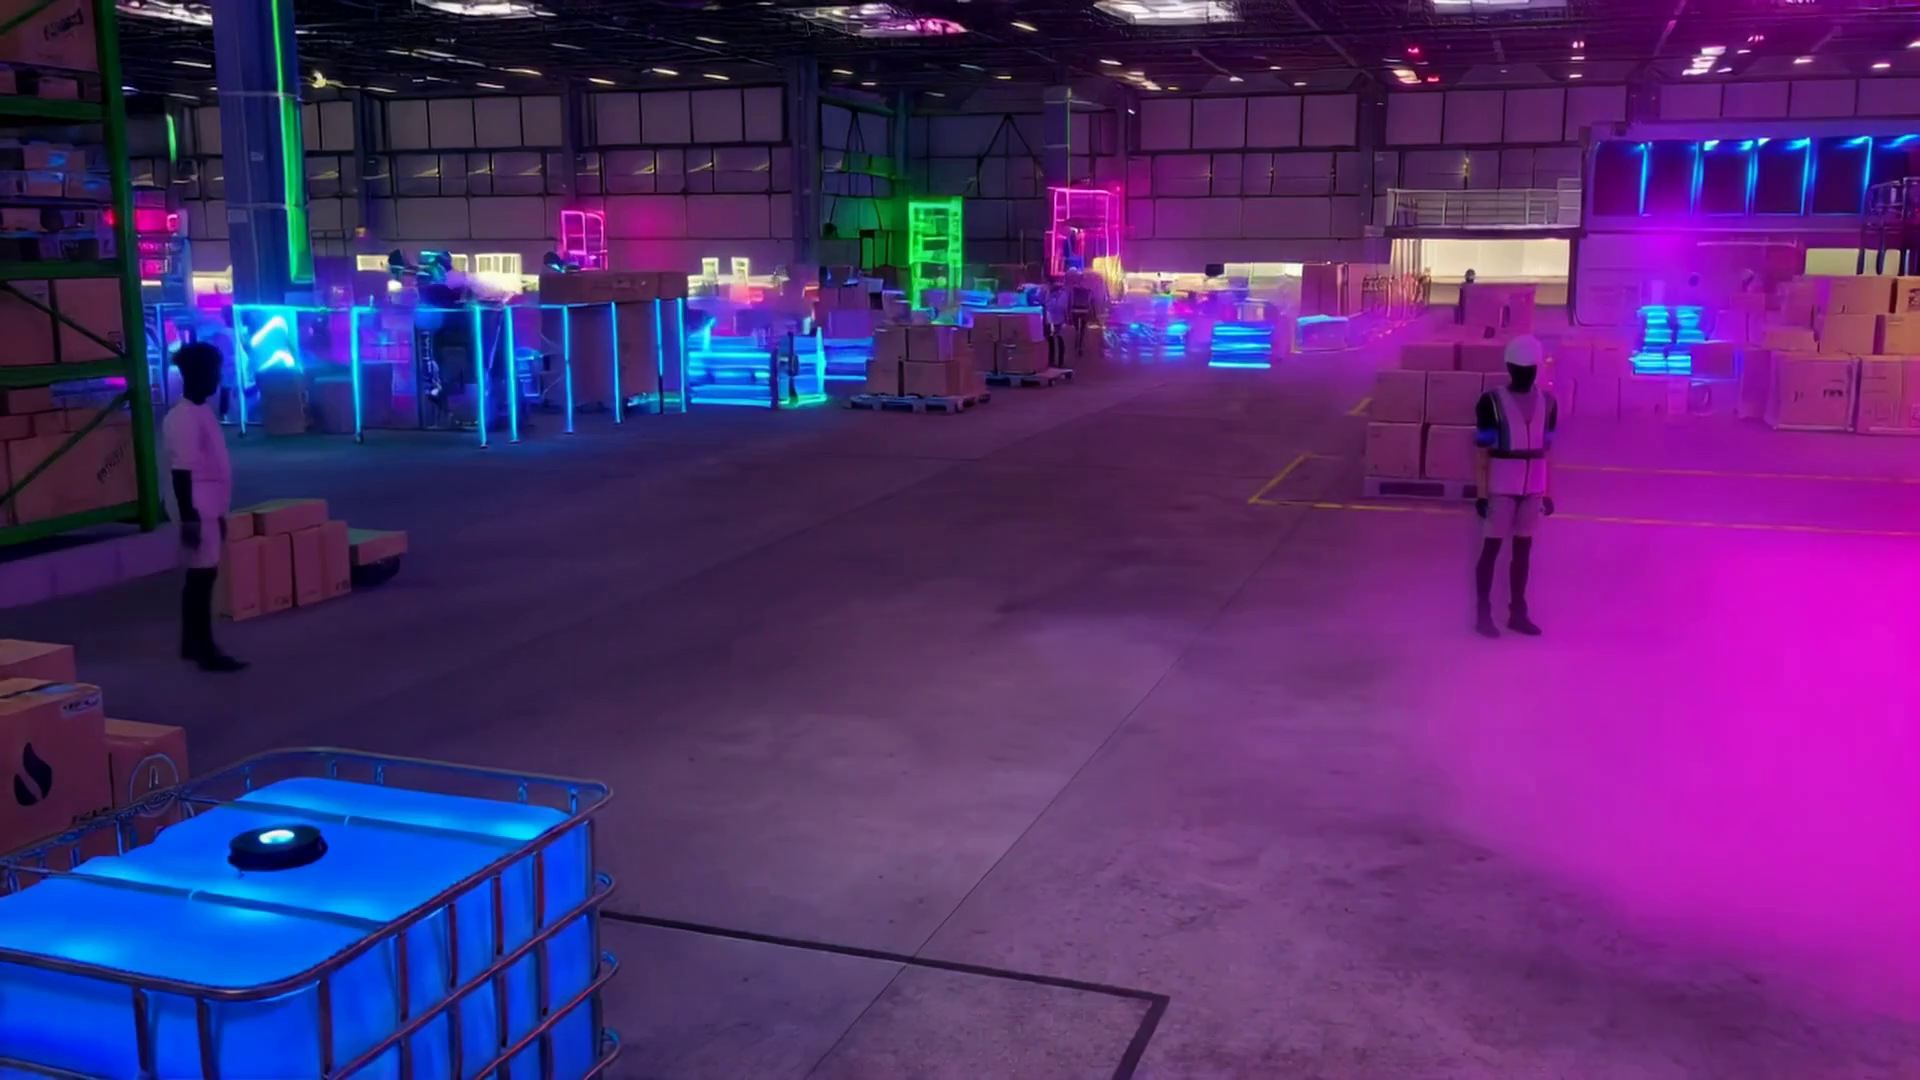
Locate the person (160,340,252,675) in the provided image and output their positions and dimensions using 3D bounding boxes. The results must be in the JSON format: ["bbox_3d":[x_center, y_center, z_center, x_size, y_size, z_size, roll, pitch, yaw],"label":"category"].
[{"bbox_3d":[-4.428,-0.186,9.741,0.422,1.963,0.611,-2,10,-13],"label":"person"}]

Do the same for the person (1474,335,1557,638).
[{"bbox_3d":[3.546,-0.336,10.620,0.545,1.938,0.361,-2,10,-12],"label":"person"}]

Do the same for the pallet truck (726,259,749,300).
[{"bbox_3d":[-7.986,-9.493,62.019,0.823,1.965,1.885,3,11,17],"label":"pallet truck"}]

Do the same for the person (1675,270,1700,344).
[{"bbox_3d":[17.784,-5.646,40.664,0.593,1.901,0.921,-3,11,-17],"label":"person"}]

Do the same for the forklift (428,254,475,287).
[{"bbox_3d":[-20.133,-10.254,65.465,1.157,1.987,2.680,3,11,19],"label":"forklift"}]

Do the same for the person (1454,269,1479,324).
[{"bbox_3d":[10.240,-4.439,33.436,0.688,2.000,0.537,6,12,32],"label":"person"}]

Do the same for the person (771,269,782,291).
[{"bbox_3d":[-5.368,-7.057,48.848,0.988,1.813,0.570,-8,13,-38],"label":"person"}]

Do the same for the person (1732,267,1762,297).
[{"bbox_3d":[17.207,-4.975,36.513,0.921,2.012,0.655,-7,12,-33],"label":"person"}]

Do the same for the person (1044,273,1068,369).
[{"bbox_3d":[1.920,-4.433,33.694,0.545,1.938,0.356,9,14,42],"label":"person"}]

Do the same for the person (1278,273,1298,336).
[{"bbox_3d":[9.106,-6.549,46.235,0.544,1.719,0.922,0,10,1],"label":"person"}]

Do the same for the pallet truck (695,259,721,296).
[{"bbox_3d":[-9.165,-9.627,62.776,0.823,1.965,1.885,4,11,23],"label":"pallet truck"}]

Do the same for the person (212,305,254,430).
[{"bbox_3d":[-9.860,-2.344,22.594,0.317,1.699,0.540,8,13,39],"label":"person"}]

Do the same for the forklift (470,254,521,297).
[{"bbox_3d":[-17.990,-10.121,64.684,1.157,1.987,2.680,3,11,17],"label":"forklift"}]

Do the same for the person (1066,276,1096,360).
[{"bbox_3d":[2.689,-4.898,36.625,0.602,1.834,0.977,3,10,16],"label":"person"}]
